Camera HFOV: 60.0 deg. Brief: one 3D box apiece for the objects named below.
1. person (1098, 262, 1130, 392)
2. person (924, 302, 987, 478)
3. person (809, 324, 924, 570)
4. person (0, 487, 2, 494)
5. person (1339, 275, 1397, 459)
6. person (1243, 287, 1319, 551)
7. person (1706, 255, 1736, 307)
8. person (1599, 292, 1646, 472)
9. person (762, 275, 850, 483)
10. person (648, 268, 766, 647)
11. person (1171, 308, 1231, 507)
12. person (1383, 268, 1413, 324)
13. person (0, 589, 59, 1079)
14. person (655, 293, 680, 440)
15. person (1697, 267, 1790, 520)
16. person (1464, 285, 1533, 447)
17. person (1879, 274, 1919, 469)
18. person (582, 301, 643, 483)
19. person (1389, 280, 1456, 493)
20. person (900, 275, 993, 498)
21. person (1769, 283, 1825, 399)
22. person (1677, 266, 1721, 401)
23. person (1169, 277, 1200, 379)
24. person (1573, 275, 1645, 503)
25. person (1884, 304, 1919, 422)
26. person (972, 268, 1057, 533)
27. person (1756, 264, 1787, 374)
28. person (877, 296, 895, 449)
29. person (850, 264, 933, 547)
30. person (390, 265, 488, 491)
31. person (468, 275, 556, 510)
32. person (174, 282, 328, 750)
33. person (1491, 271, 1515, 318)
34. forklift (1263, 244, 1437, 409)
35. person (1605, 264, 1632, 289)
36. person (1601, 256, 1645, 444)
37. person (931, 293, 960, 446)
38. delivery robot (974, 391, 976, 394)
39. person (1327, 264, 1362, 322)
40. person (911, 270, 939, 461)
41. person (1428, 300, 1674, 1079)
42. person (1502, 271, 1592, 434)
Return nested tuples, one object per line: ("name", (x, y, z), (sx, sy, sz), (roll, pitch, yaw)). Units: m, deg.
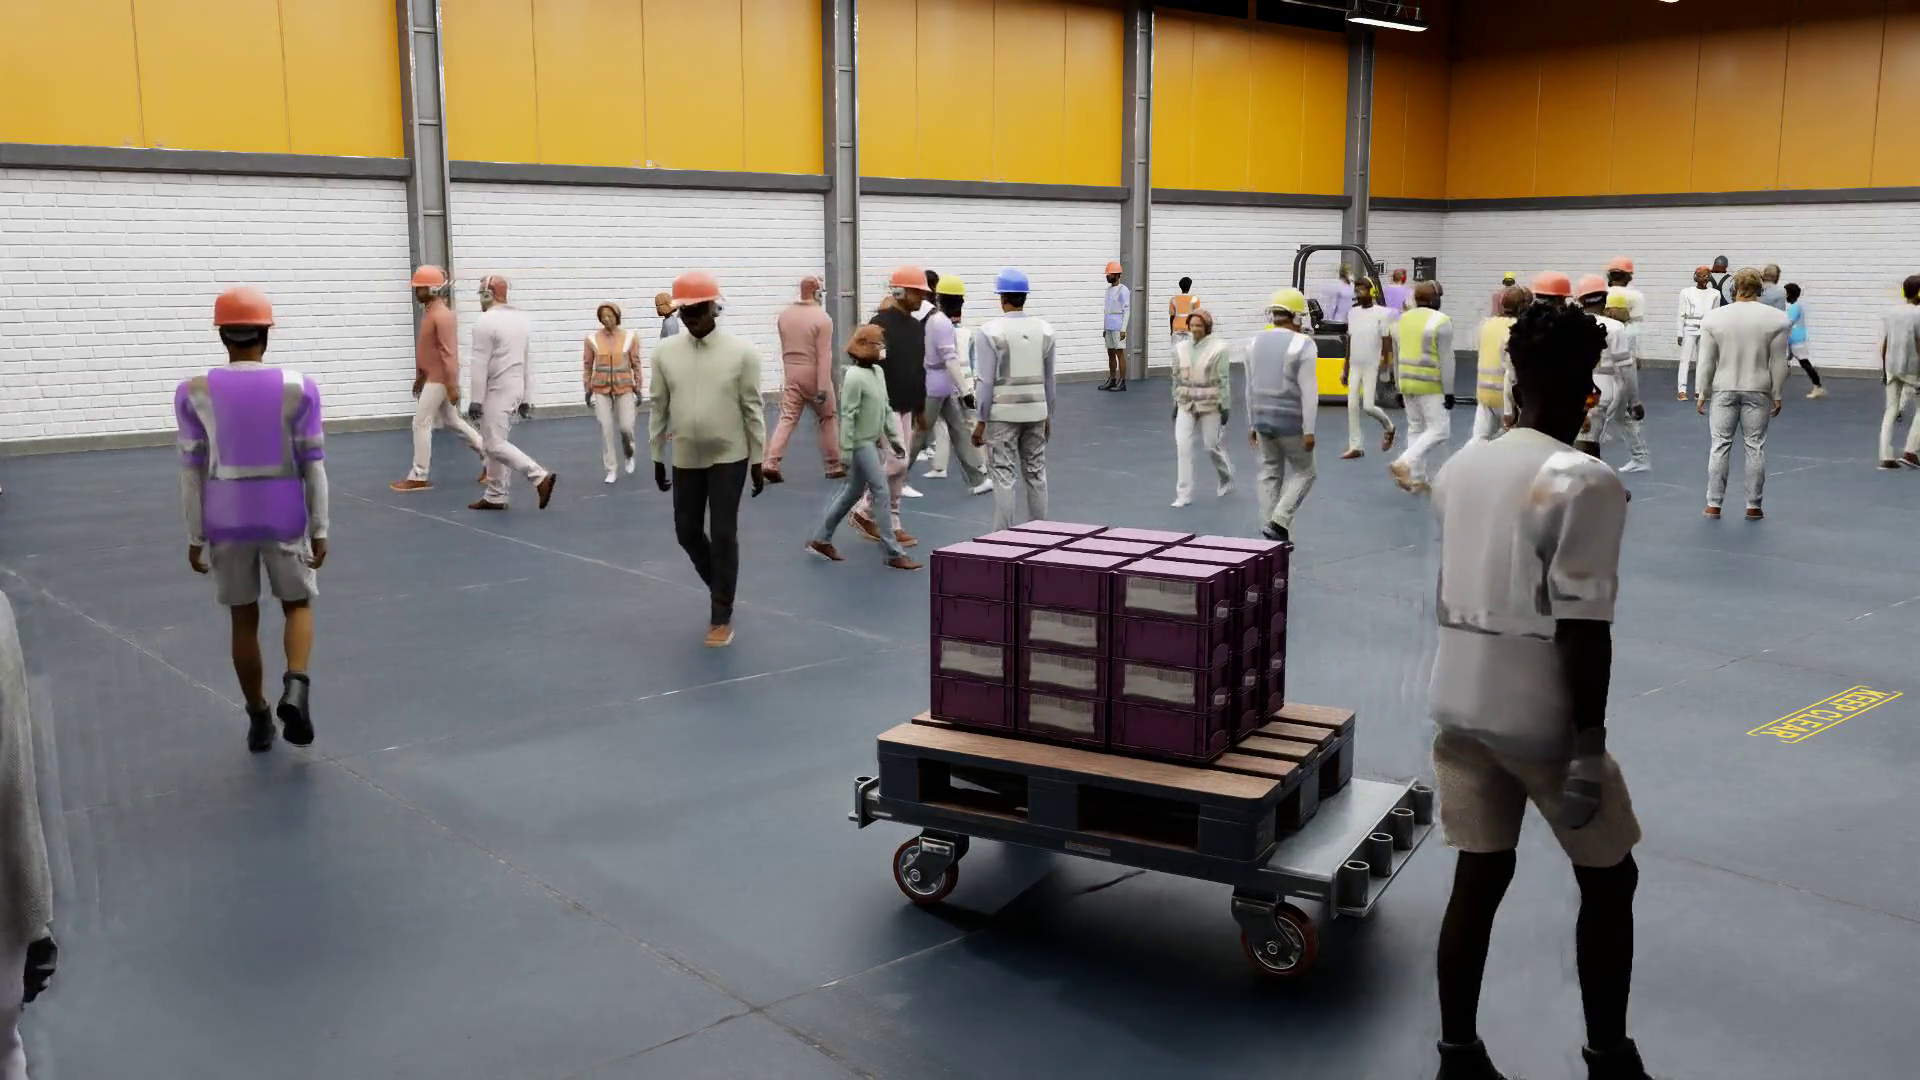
("person", (2.298, -3.188, 24.906), (0.373, 1.934, 0.551), (-5, 11, -28))
("person", (-0.063, -1.370, 15.202), (0.549, 1.634, 0.319), (-8, 12, -38))
("person", (-0.646, -0.613, 10.851), (0.832, 1.593, 0.515), (3, 10, 15))
("person", (-8.385, -1.224, 13.946), (0.349, 1.759, 0.522), (5, 11, 29))
("person", (4.098, -1.726, 16.670), (0.642, 1.839, 0.528), (-8, 12, -38))
("person", (2.185, -0.795, 11.253), (0.425, 1.806, 0.620), (-9, 13, -42))
("person", (13.136, -3.914, 28.854), (0.678, 2.000, 0.536), (6, 11, 30))
("person", (6.055, -1.458, 15.489), (0.920, 1.686, 0.500), (-2, 10, -10))
("person", (-1.398, -1.442, 14.924), (0.650, 1.863, 0.986), (7, 12, 35))
("person", (-1.325, -0.454, 8.844), (0.638, 1.971, 0.721), (1, 10, 6))
("person", (1.990, -1.087, 13.573), (0.519, 1.612, 0.712), (6, 11, 32))
("person", (6.951, -3.425, 26.596), (0.501, 1.834, 0.564), (-8, 13, -41))
("person", (-1.678, 0.662, 2.709), (0.885, 1.830, 0.551), (-4, 11, -23))
("person", (-3.183, -1.903, 18.319), (0.308, 1.624, 0.495), (-1, 10, -7))
("person", (5.987, -1.114, 12.769), (0.627, 1.938, 0.372), (4, 11, 24))
("person", (4.231, -1.110, 13.161), (0.921, 1.804, 0.632), (-3, 10, -19))
("person", (8.978, -1.583, 15.785), (0.525, 1.853, 0.516), (-6, 11, -31))
("person", (-3.108, -1.327, 14.910), (0.534, 1.623, 0.411), (-1, 10, -5))
("person", (3.882, -1.276, 14.037), (0.578, 1.827, 0.644), (-5, 11, -28))
("person", (-0.137, -1.275, 13.922), (1.031, 1.866, 0.603), (0, 10, 0))
("person", (11.878, -2.819, 23.624), (0.910, 1.643, 0.538), (5, 11, 28))
("person", (10.323, -2.880, 23.266), (0.573, 1.883, 0.356), (0, 10, 1))
("person", (3.628, -3.398, 26.871), (0.529, 1.690, 0.321), (4, 11, 23))
("person", (4.871, -1.074, 12.704), (1.013, 1.863, 0.585), (-6, 11, -31))
("person", (11.817, -2.321, 20.340), (0.979, 1.775, 0.585), (-5, 11, -27))
("person", (0.361, -0.831, 11.109), (0.623, 1.942, 0.408), (-5, 11, -29))
("person", (10.996, -2.815, 22.774), (0.436, 1.919, 0.668), (-5, 11, -29))
("person", (-0.695, -1.737, 17.353), (0.593, 1.604, 0.539), (1, 10, 3))
("person", (-0.427, -0.917, 11.528), (0.497, 1.970, 0.656), (5, 11, 27))
("person", (-4.474, -1.415, 14.495), (0.971, 1.958, 0.614), (-4, 11, -24))
("person", (-3.560, -1.142, 13.087), (0.764, 1.881, 0.643), (2, 10, 10))
("person", (-2.829, -0.065, 6.686), (0.545, 1.924, 0.547), (-4, 10, -21))
("person", (9.271, -3.669, 28.221), (0.526, 1.768, 0.331), (2, 10, 10))
("forklift", (5.256, -2.933, 22.661), (2.313, 2.155, 1.214), (3, 10, 16))
("person", (10.156, -3.356, 25.971), (0.609, 1.906, 0.499), (5, 11, 28))
("person", (7.165, -2.061, 18.084), (0.636, 2.009, 0.924), (8, 13, 41))
("person", (-0.208, -1.896, 17.925), (0.566, 1.736, 0.639), (4, 11, 24))
("delivery robot", (0.488, -1.653, 19.687), (0.707, 0.478, 0.477), (0, 10, 2))
("person", (6.210, -3.445, 26.534), (0.965, 1.885, 0.617), (9, 13, 42))
("person", (-0.346, -1.712, 16.438), (0.654, 1.888, 0.601), (-4, 11, -23))
("person", (1.373, 0.408, 3.924), (0.714, 1.913, 0.647), (-4, 11, -23))
("person", (4.232, -0.949, 11.853), (0.714, 1.910, 0.564), (-4, 11, -24))
